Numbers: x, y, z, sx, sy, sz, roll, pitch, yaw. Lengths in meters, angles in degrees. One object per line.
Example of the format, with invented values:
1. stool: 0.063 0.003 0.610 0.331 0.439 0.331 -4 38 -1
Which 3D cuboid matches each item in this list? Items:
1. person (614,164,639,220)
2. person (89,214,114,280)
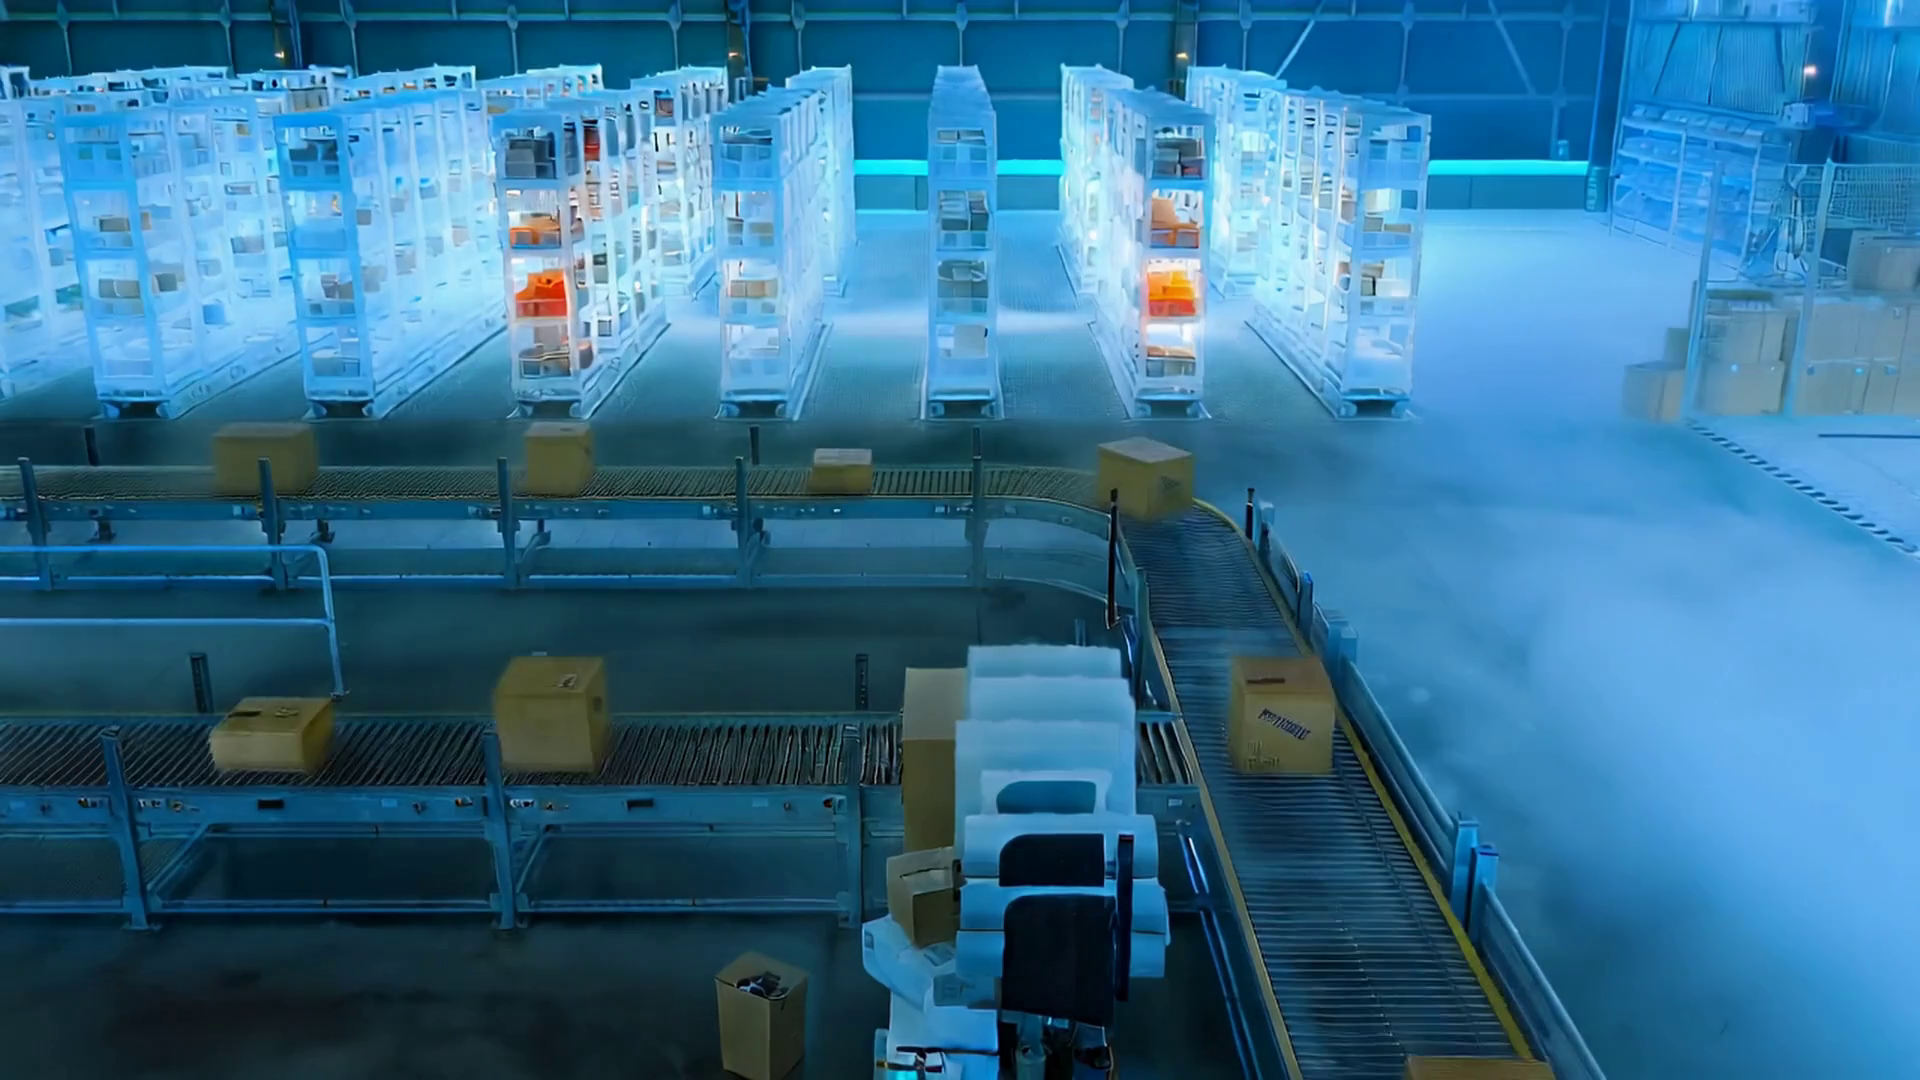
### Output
1. person: -6.959 -7.031 34.383 0.825 1.792 0.648 8 20 24
2. person: -14.364 -4.890 27.755 0.431 1.815 0.604 0 18 1
